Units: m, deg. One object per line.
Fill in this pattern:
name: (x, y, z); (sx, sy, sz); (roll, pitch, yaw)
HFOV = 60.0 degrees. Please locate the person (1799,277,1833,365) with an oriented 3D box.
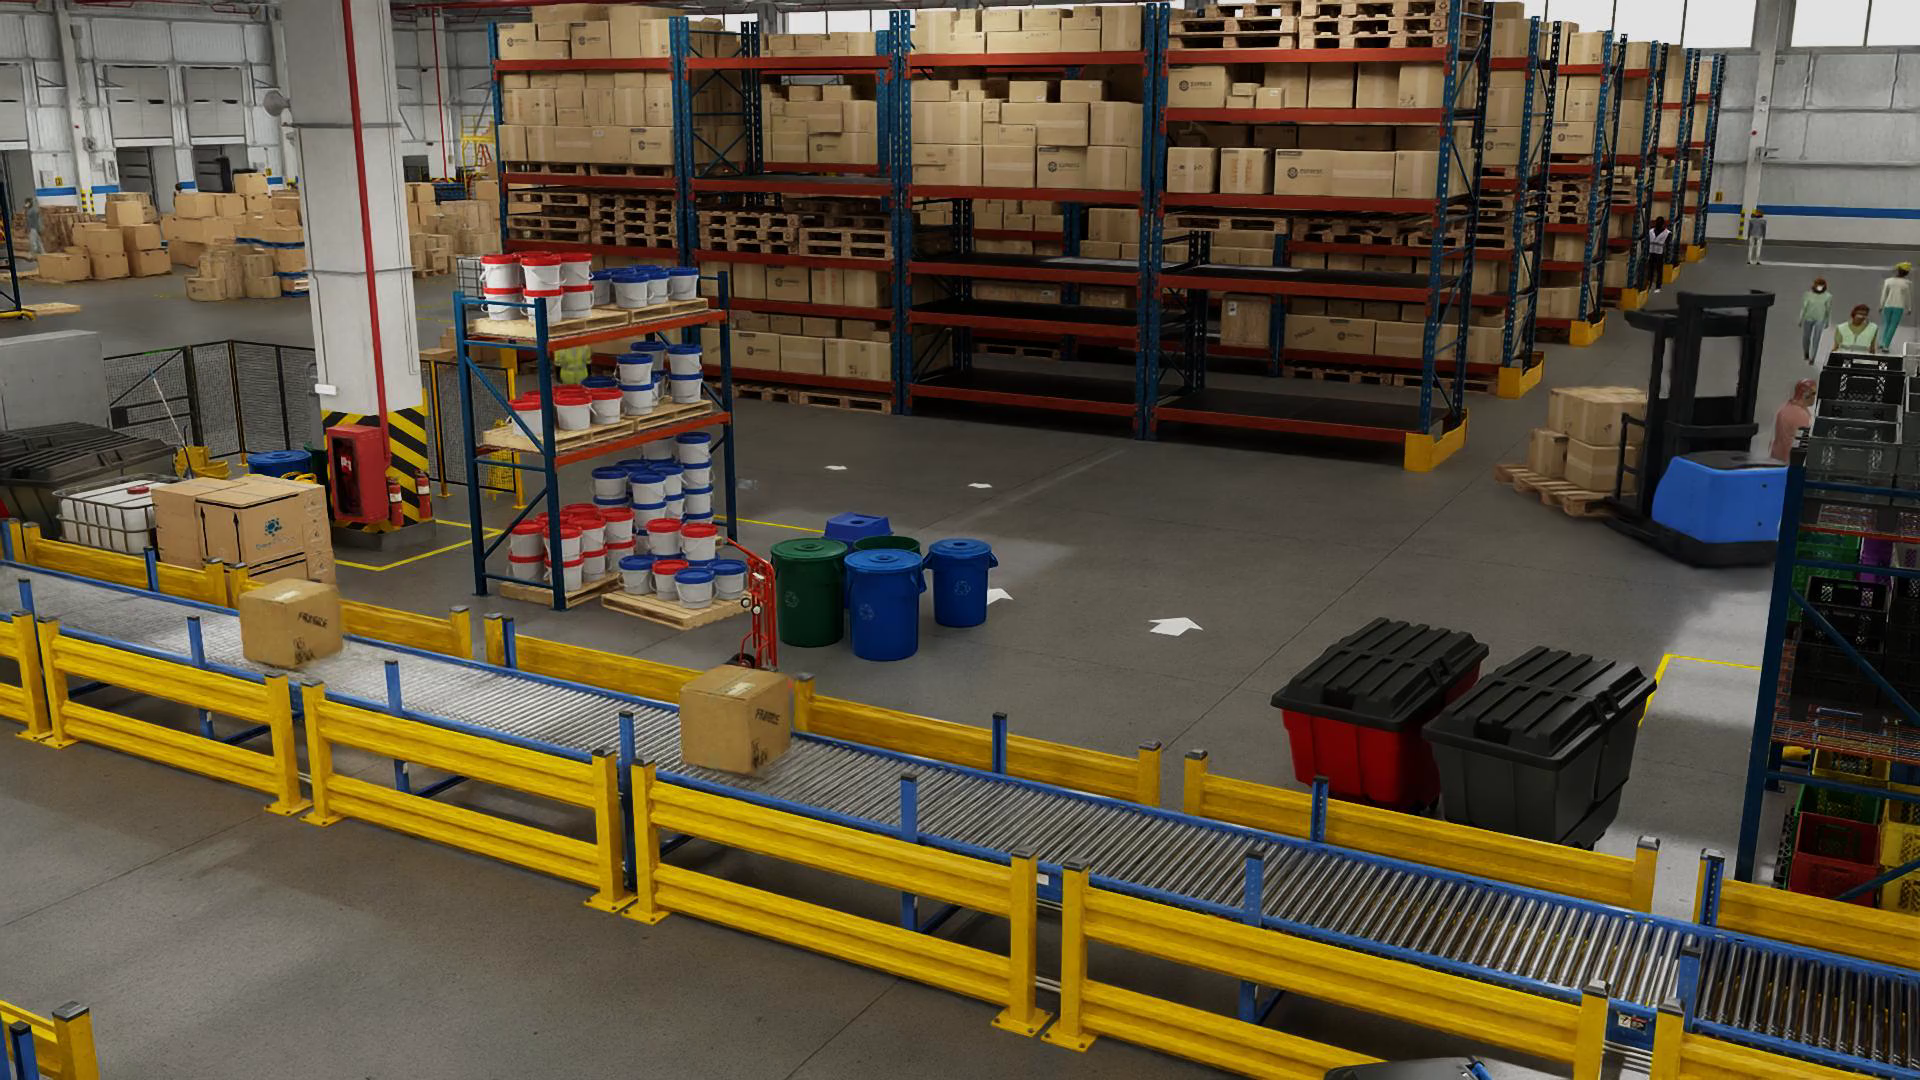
person: (15.861, -4.080, 30.847); (0.506, 1.609, 0.705); (8, 17, 28)

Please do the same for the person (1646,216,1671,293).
person: (17.648, -7.224, 42.096); (0.390, 1.920, 0.587); (-12, 19, -39)

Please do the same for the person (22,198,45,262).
person: (-27.917, -9.290, 49.883); (0.784, 1.915, 0.659); (-13, 20, -41)

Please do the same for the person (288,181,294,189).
person: (-24.034, -11.986, 60.041); (0.638, 1.909, 0.916); (4, 15, 14)

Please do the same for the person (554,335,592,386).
person: (-5.563, -2.287, 24.027); (0.551, 1.648, 0.877); (-5, 16, -19)

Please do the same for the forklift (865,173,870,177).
forklift: (-3.236, -13.631, 64.343); (1.129, 2.768, 1.873); (-3, 15, -11)

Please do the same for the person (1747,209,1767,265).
person: (23.507, -8.938, 49.090); (0.500, 1.633, 0.285); (9, 17, 30)

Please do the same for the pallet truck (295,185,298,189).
pallet truck: (-26.804, -14.617, 69.738); (1.885, 1.965, 0.823); (-14, 20, -42)

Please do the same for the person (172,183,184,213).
person: (-27.911, -11.844, 59.606); (0.507, 1.847, 0.345); (1, 15, 6)

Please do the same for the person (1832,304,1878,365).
person: (13.381, -2.625, 24.960); (0.580, 1.827, 0.526); (9, 17, 30)

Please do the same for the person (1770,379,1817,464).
person: (9.106, -0.797, 18.025); (0.816, 1.878, 0.646); (4, 15, 16)

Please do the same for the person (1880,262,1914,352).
person: (18.175, -4.511, 32.231); (0.611, 1.732, 0.539); (-11, 18, -36)

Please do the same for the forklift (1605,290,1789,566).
forklift: (8.104, -1.284, 17.926); (1.129, 2.768, 1.873); (-2, 15, -9)

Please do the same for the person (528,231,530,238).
person: (-10.958, -7.394, 42.779); (0.667, 1.901, 0.595); (-9, 18, -32)

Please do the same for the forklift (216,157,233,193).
forklift: (-25.124, -11.701, 57.087); (1.873, 2.768, 1.129); (-6, 16, -21)
